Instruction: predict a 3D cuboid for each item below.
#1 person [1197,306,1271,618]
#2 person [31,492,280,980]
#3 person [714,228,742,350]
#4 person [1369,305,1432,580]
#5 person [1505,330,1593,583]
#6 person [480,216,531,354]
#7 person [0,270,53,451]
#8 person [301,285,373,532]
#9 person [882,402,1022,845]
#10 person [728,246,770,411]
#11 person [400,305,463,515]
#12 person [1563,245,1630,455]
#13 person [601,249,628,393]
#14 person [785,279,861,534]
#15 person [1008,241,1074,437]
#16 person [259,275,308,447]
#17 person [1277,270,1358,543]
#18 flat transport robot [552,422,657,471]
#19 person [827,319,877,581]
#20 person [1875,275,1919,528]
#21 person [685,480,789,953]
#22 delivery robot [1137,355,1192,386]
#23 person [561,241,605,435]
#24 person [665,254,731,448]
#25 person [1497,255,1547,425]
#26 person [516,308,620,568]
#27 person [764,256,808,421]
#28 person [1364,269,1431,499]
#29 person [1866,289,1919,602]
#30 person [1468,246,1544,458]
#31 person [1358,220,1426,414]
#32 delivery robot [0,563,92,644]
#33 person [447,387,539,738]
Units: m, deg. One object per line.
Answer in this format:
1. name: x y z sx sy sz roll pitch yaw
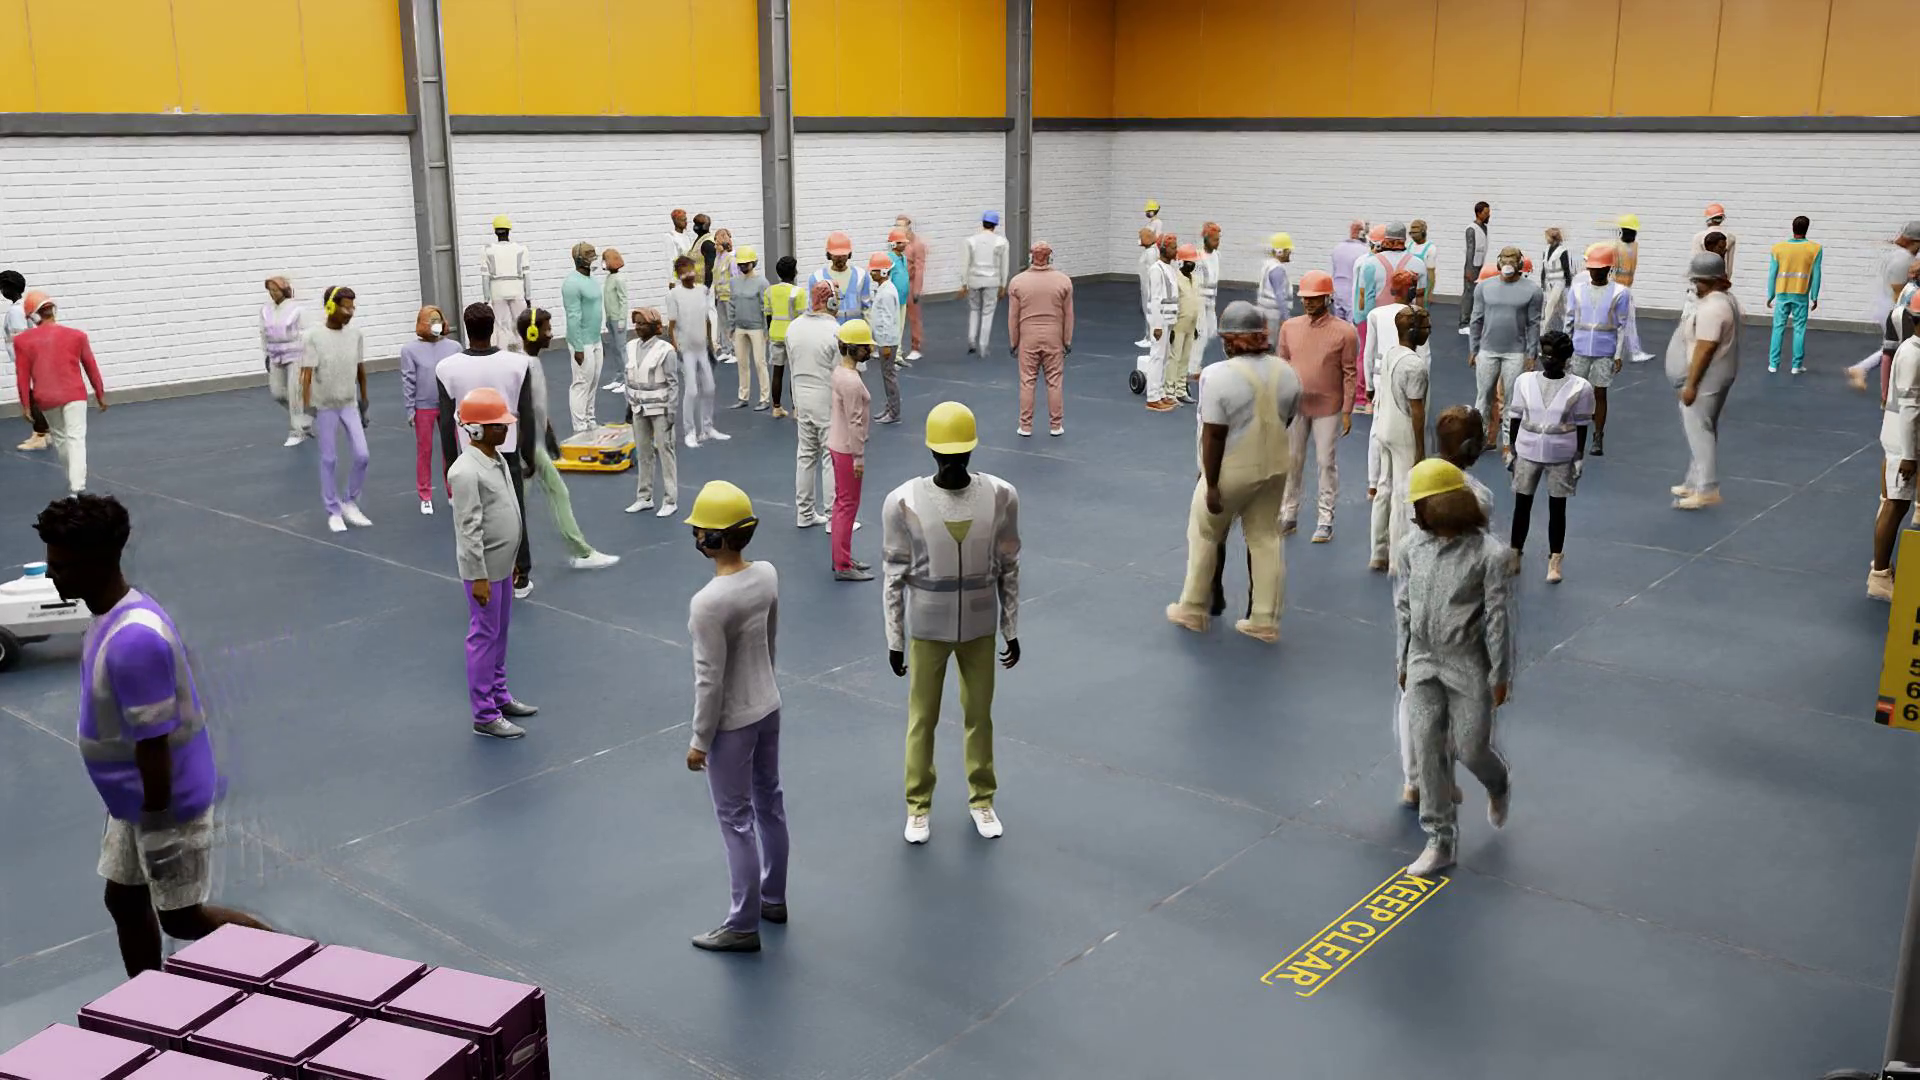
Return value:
1. person: 1.741 -0.477 10.295 0.550 1.933 0.373 5 15 21
2. person: -2.477 0.768 5.316 0.771 1.942 0.614 -10 17 -35
3. person: -3.195 -3.385 22.513 0.523 1.638 0.311 3 14 11
4. person: 2.982 -0.653 11.180 0.345 1.846 0.506 -4 15 -14
5. person: 3.906 -0.556 11.098 0.529 1.695 0.321 8 16 29
6. person: -5.579 -3.010 20.448 0.594 1.917 0.382 -7 16 -26
7. person: -8.791 -1.693 15.657 0.320 1.685 0.542 -5 15 -20
8. person: -4.673 -0.967 12.431 0.600 1.849 0.419 -12 19 -41
9. person: -0.026 0.361 6.993 0.590 1.919 0.418 -3 14 -12
10. person: -2.250 -2.253 17.758 0.530 1.760 0.335 8 16 30
11. person: -4.125 -1.029 13.104 0.500 1.636 0.285 -10 17 -36
12. person: 5.838 -1.743 15.354 0.551 1.933 0.373 8 16 29
13. person: -3.941 -2.507 19.019 0.270 1.631 0.509 -8 16 -30
14. person: -1.004 -0.993 12.440 0.634 1.899 0.404 12 18 40
15. person: 0.787 -1.955 16.260 0.643 1.909 0.409 0 14 -1
16. person: -6.409 -1.727 15.931 0.519 1.624 0.527 3 14 11
17. person: 2.573 -0.973 12.154 0.623 1.992 0.397 9 17 32
18. flat transport robot: -3.189 -0.865 15.217 0.652 0.197 1.431 2 14 9
19. person: -0.716 -0.602 11.157 0.337 1.756 0.518 -4 14 -14
20. person: 7.311 -1.119 12.639 0.379 2.045 0.605 -10 17 -34
21. person: -0.837 0.651 6.127 0.319 1.769 0.523 6 15 22
22. delivery robot: 2.302 -1.937 18.738 0.477 0.478 0.707 -7 16 -24
23. person: -3.536 -1.850 15.773 0.372 1.940 0.627 2 14 7
24. person: -2.492 -1.791 15.757 0.366 1.826 0.678 12 18 39
25. person: 5.559 -1.983 16.684 0.327 1.748 0.563 -12 19 -40
26. person: -2.901 -0.681 11.397 0.972 1.805 0.553 -2 14 -9
27. person: -1.772 -2.077 17.170 0.540 1.696 0.316 8 16 30
28. person: 3.531 -1.237 13.437 0.359 1.883 0.573 -12 19 -41
29. person: 6.092 -0.615 10.627 0.375 2.043 0.610 8 16 30
30. person: 4.973 -1.715 15.233 0.627 1.941 0.370 6 15 23
31. person: 4.527 -2.341 17.529 0.689 2.000 0.539 2 14 8
32. delivery robot: -5.263 0.372 9.508 0.707 0.478 0.477 -5 15 -20
33. person: -2.336 0.105 8.336 0.327 1.752 0.562 0 14 0
